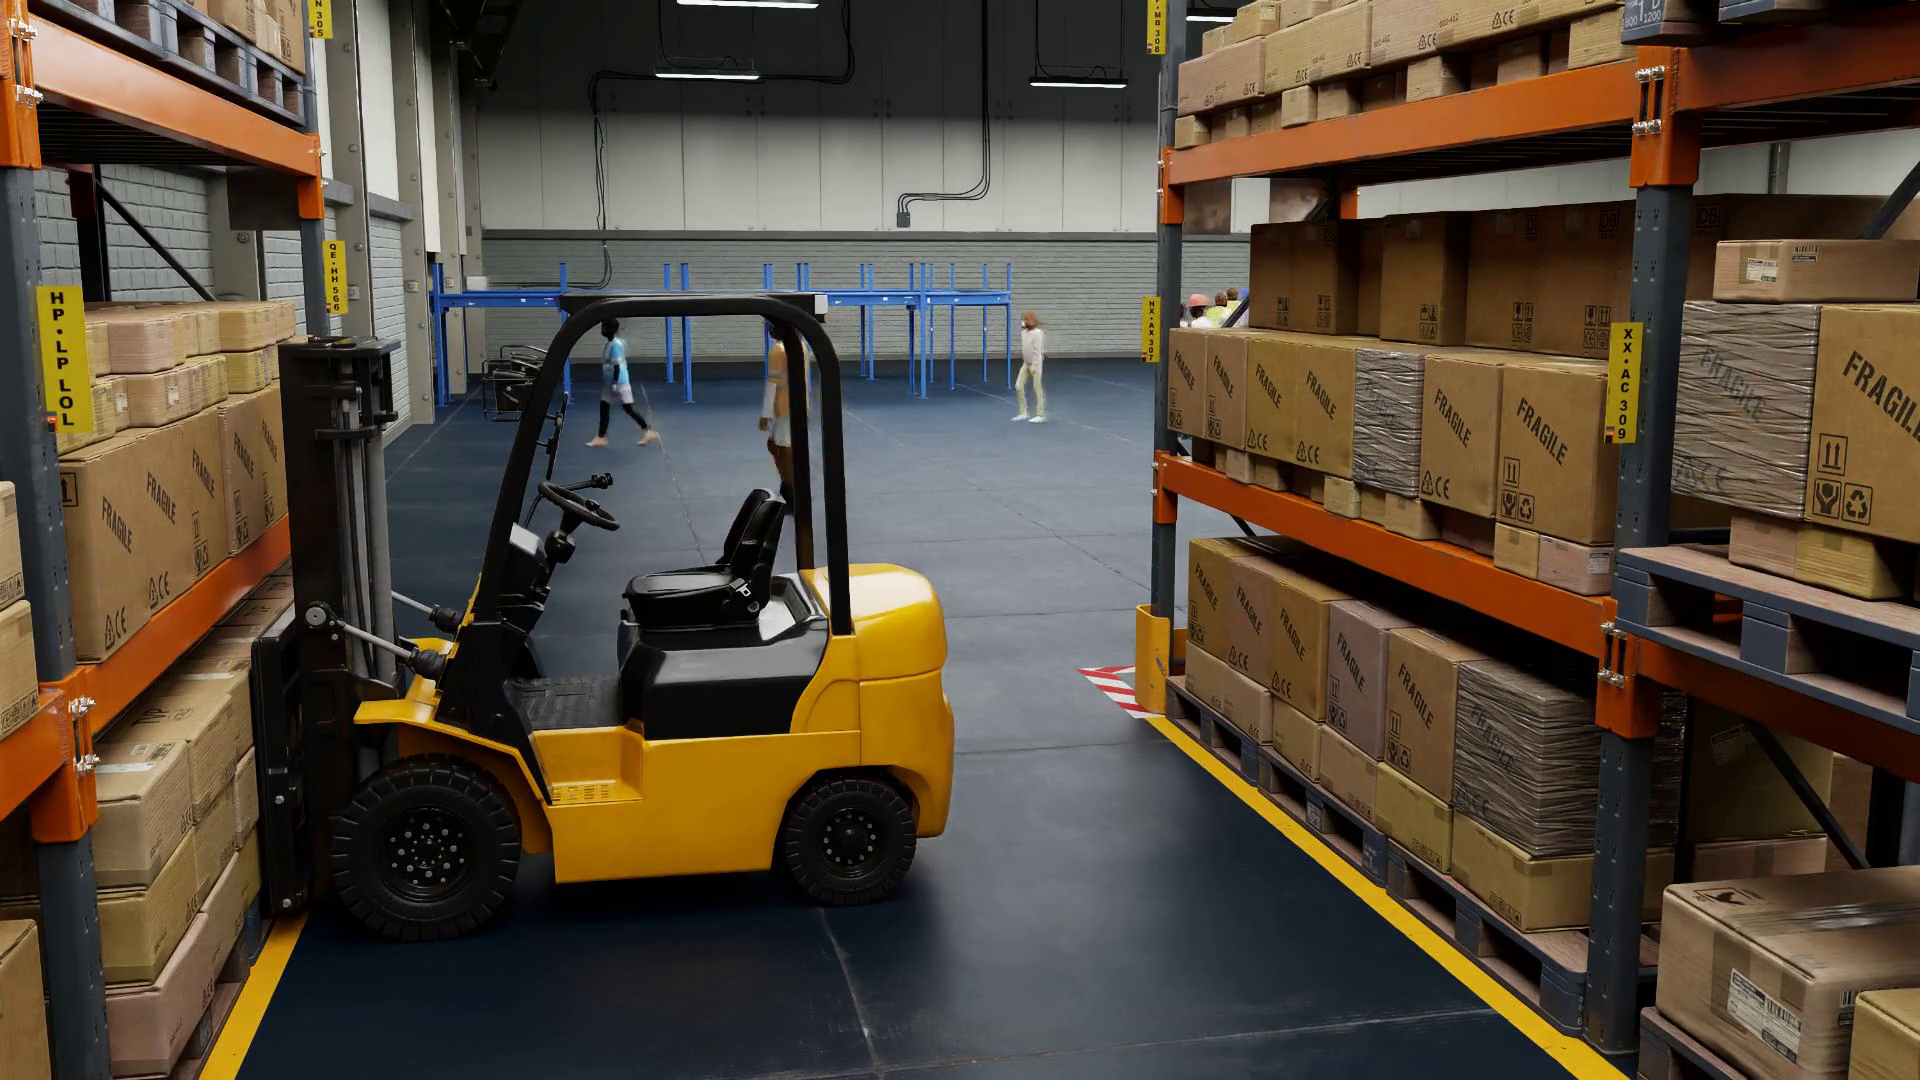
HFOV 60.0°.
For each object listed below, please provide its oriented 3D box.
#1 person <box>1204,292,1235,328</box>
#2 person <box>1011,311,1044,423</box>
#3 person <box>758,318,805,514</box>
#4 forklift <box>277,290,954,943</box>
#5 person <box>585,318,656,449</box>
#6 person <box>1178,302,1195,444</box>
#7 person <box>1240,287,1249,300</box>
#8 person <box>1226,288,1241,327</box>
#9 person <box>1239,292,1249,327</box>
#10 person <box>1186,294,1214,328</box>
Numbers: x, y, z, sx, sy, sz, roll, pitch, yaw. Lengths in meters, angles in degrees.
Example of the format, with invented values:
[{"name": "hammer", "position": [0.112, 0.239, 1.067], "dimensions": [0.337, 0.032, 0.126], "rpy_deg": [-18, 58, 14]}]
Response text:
[{"name": "person", "position": [4.359, -3.222, 27.835], "dimensions": [0.430, 1.835, 0.619], "rpy_deg": [-8, 12, -41]}, {"name": "person", "position": [0.988, -2.502, 24.095], "dimensions": [0.562, 1.612, 0.513], "rpy_deg": [-6, 11, -33]}, {"name": "person", "position": [-1.673, -1.201, 15.257], "dimensions": [0.577, 1.919, 0.544], "rpy_deg": [2, 10, 13]}, {"name": "forklift", "position": [-1.179, 0.175, 6.143], "dimensions": [2.313, 2.155, 1.214], "rpy_deg": [-2, 10, -12]}, {"name": "person", "position": [-4.246, -1.984, 20.818], "dimensions": [0.857, 1.663, 0.541], "rpy_deg": [-4, 10, -26]}, {"name": "person", "position": [2.776, -2.146, 21.267], "dimensions": [0.550, 1.828, 0.412], "rpy_deg": [-6, 11, -31]}, {"name": "person", "position": [6.014, -4.188, 33.677], "dimensions": [0.633, 1.863, 1.136], "rpy_deg": [-8, 12, -40]}, {"name": "person", "position": [5.360, -4.054, 32.870], "dimensions": [0.633, 1.839, 0.429], "rpy_deg": [2, 10, 14]}, {"name": "person", "position": [5.031, -3.378, 28.772], "dimensions": [0.603, 1.827, 0.452], "rpy_deg": [-4, 10, -25]}, {"name": "person", "position": [3.388, -2.463, 23.047], "dimensions": [0.986, 1.895, 0.561], "rpy_deg": [5, 10, 26]}]
